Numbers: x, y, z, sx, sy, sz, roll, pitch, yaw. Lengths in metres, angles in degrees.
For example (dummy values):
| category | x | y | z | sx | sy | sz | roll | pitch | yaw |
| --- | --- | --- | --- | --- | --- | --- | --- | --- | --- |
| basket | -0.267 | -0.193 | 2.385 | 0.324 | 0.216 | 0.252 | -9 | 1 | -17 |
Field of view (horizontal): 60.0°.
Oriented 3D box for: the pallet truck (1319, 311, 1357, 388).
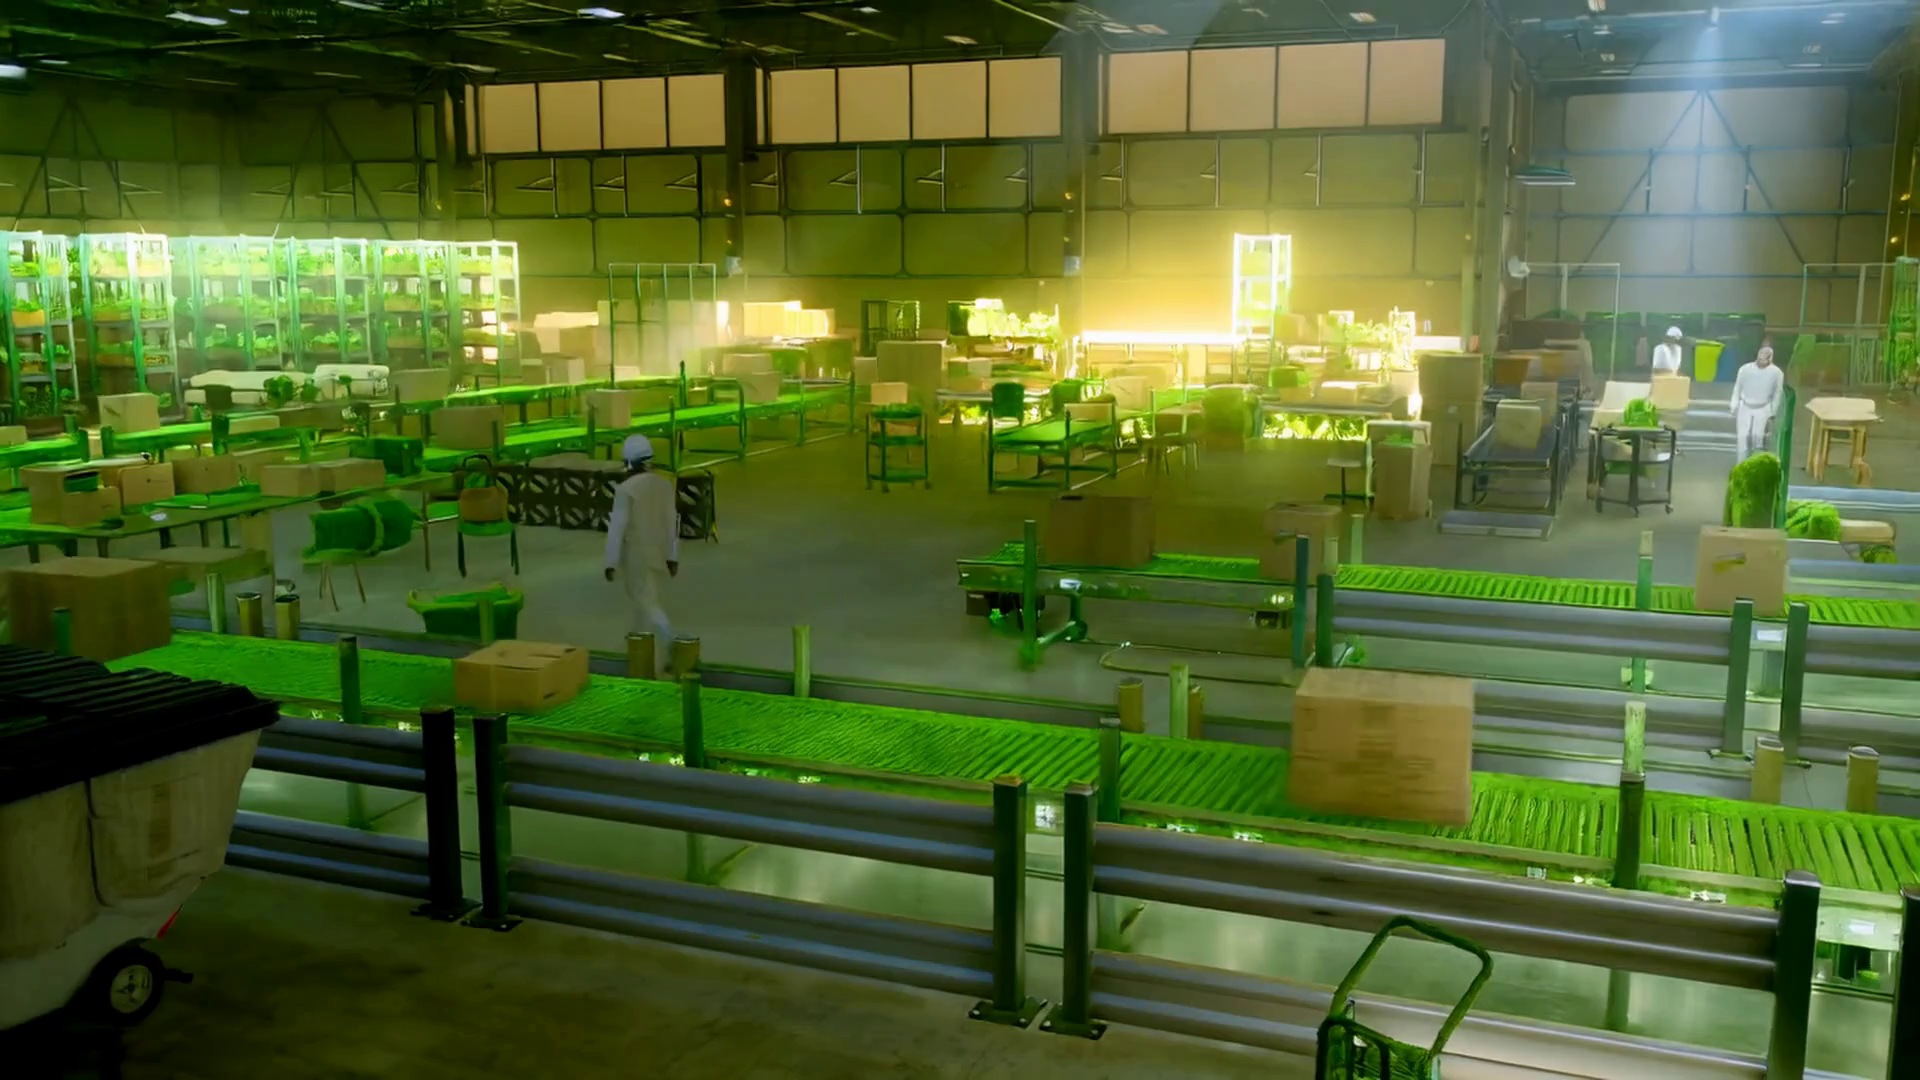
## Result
| category | x | y | z | sx | sy | sz | roll | pitch | yaw |
| --- | --- | --- | --- | --- | --- | --- | --- | --- | --- |
| pallet truck | 9.071 | -4.419 | 39.190 | 0.823 | 1.965 | 1.885 | 5 | 10 | 26 |

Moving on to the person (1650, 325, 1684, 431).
| category | x | y | z | sx | sy | sz | roll | pitch | yaw |
| --- | --- | --- | --- | --- | --- | --- | --- | --- | --- |
| person | 12.362 | -2.716 | 28.864 | 0.627 | 1.995 | 0.982 | -6 | 11 | -31 |

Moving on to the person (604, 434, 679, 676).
| category | x | y | z | sx | sy | sz | roll | pitch | yaw |
| --- | --- | --- | --- | --- | --- | --- | --- | --- | --- |
| person | -2.348 | 0.105 | 12.407 | 0.885 | 1.792 | 0.593 | 5 | 11 | 29 |

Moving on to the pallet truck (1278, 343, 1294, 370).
| category | x | y | z | sx | sy | sz | roll | pitch | yaw |
| --- | --- | --- | --- | --- | --- | --- | --- | --- | --- |
| pallet truck | 7.886 | -4.163 | 39.743 | 0.653 | 1.274 | 1.630 | 4 | 10 | 22 |

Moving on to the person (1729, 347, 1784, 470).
| category | x | y | z | sx | sy | sz | roll | pitch | yaw |
| --- | --- | --- | --- | --- | --- | --- | --- | --- | --- |
| person | 11.657 | -1.901 | 24.413 | 0.711 | 1.836 | 0.997 | 5 | 11 | 28 |

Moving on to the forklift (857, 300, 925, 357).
| category | x | y | z | sx | sy | sz | roll | pitch | yaw |
| --- | --- | --- | --- | --- | --- | --- | --- | --- | --- |
| forklift | -1.732 | -5.109 | 42.468 | 1.157 | 1.987 | 2.680 | 4 | 10 | 22 |

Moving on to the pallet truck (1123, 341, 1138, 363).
| category | x | y | z | sx | sy | sz | roll | pitch | yaw |
| --- | --- | --- | --- | --- | --- | --- | --- | --- | --- |
| pallet truck | 4.445 | -4.380 | 41.279 | 0.680 | 1.201 | 1.601 | 4 | 10 | 22 |

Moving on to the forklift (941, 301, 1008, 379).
| category | x | y | z | sx | sy | sz | roll | pitch | yaw |
| --- | --- | --- | --- | --- | --- | --- | --- | --- | --- |
| forklift | 0.365 | -4.966 | 41.571 | 1.157 | 1.987 | 2.680 | 3 | 10 | 20 |

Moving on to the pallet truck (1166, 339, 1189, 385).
| category | x | y | z | sx | sy | sz | roll | pitch | yaw |
| --- | --- | --- | --- | --- | --- | --- | --- | --- | --- |
| pallet truck | 5.418 | -4.269 | 40.420 | 0.704 | 1.261 | 1.522 | 3 | 10 | 20 |

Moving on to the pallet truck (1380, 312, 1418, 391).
| category | x | y | z | sx | sy | sz | roll | pitch | yaw |
| --- | --- | --- | --- | --- | --- | --- | --- | --- | --- |
| pallet truck | 10.207 | -4.283 | 38.369 | 0.823 | 1.965 | 1.885 | 3 | 10 | 20 |
